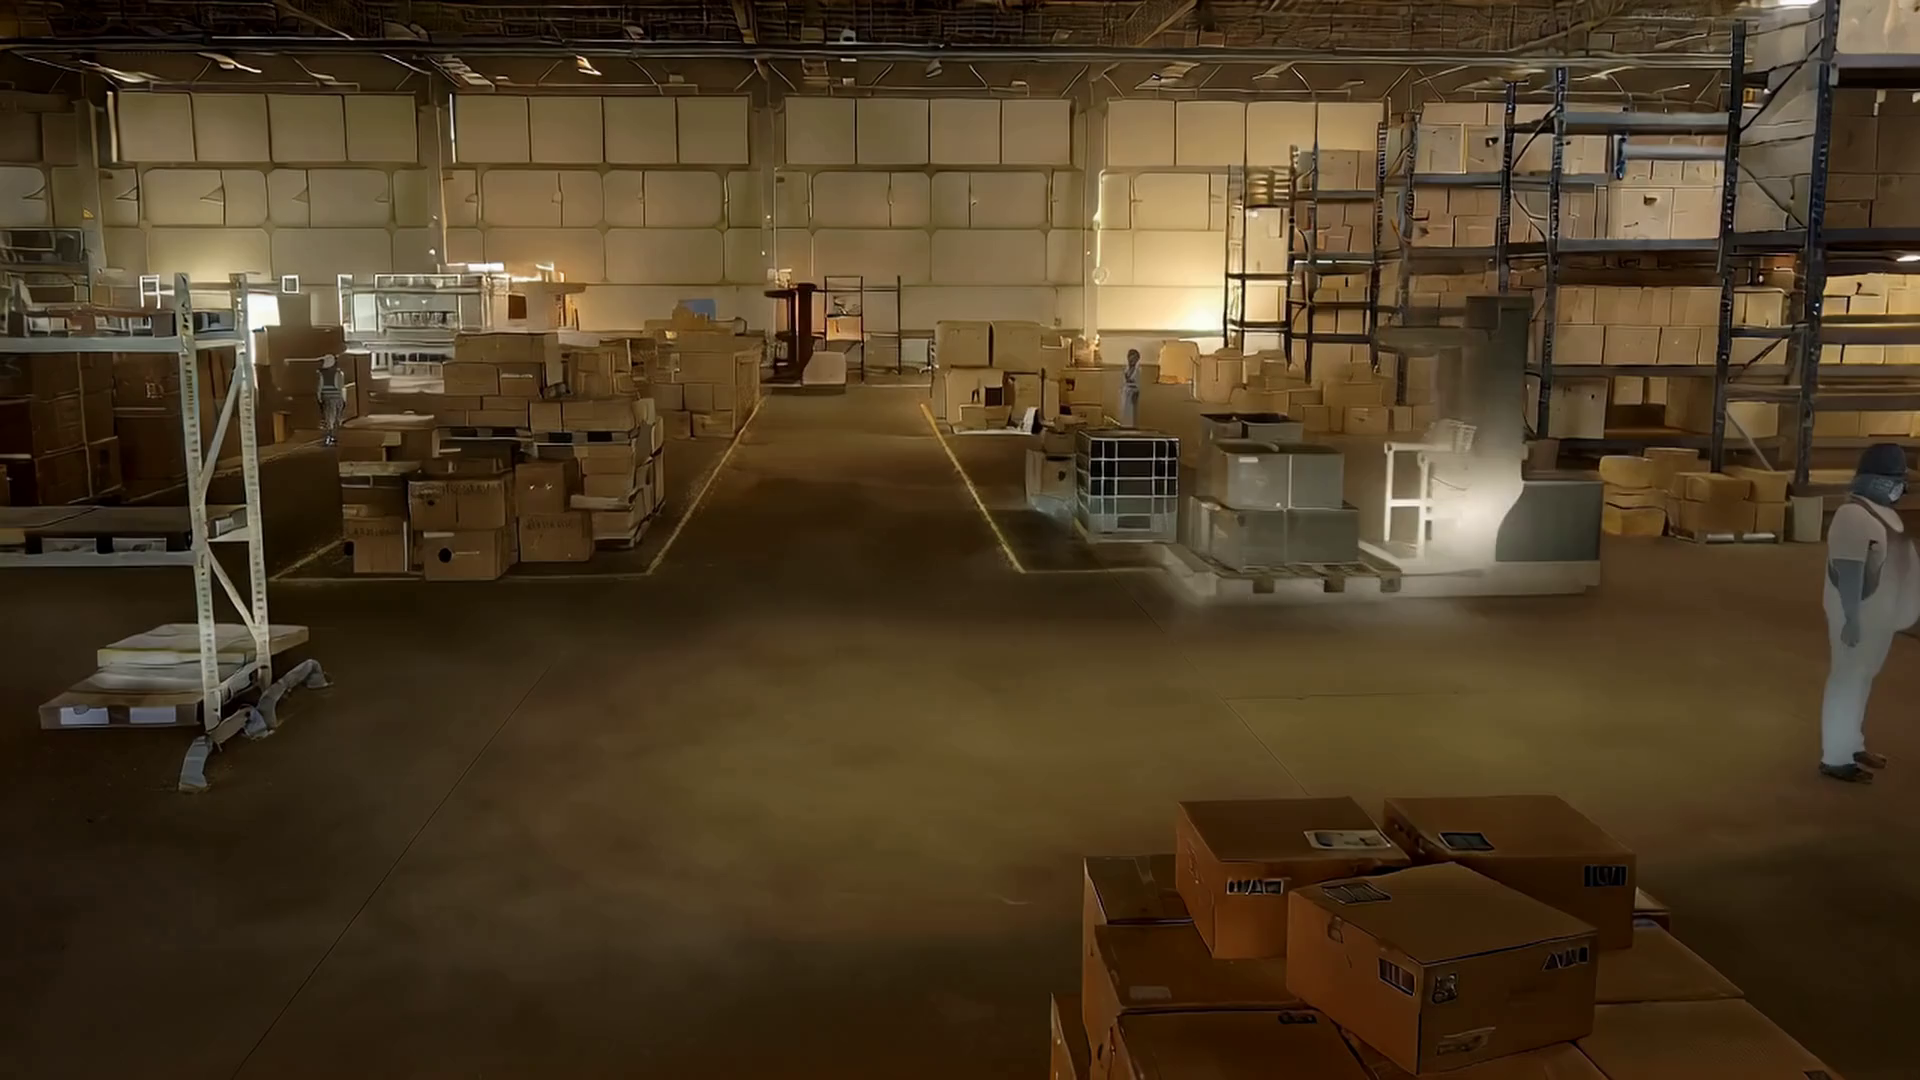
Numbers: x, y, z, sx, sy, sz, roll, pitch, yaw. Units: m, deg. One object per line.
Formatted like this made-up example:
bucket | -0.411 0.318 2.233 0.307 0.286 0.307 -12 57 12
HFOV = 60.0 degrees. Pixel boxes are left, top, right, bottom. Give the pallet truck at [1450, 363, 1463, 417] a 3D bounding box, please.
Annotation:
pallet truck | 8.004 -2.170 26.422 0.823 1.965 1.885 2 9 14

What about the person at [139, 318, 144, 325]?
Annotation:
person | -23.375 -5.493 47.483 0.379 1.937 0.629 -8 12 -41

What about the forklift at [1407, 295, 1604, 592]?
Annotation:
forklift | 5.151 -0.962 16.071 1.873 2.768 1.129 -1 9 -4

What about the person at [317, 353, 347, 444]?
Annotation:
person | -11.221 -2.520 29.735 0.514 1.641 0.307 1 9 7

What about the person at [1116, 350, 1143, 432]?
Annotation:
person | 3.259 -2.815 31.678 0.545 1.611 0.362 8 12 41

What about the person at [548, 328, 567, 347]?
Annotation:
person | -8.440 -3.441 34.587 0.629 1.939 0.372 1 9 8

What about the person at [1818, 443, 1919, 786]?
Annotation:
person | 5.476 0.429 9.967 0.535 2.000 0.687 8 12 40

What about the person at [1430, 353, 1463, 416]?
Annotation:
person | 8.943 -2.767 30.659 0.630 1.843 0.429 -3 10 -18

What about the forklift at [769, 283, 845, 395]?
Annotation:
forklift | -3.855 -5.072 41.875 1.873 2.768 1.129 -1 9 -4

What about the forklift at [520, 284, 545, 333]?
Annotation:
forklift | -9.320 -4.225 36.561 1.873 2.768 1.129 -1 9 -4
